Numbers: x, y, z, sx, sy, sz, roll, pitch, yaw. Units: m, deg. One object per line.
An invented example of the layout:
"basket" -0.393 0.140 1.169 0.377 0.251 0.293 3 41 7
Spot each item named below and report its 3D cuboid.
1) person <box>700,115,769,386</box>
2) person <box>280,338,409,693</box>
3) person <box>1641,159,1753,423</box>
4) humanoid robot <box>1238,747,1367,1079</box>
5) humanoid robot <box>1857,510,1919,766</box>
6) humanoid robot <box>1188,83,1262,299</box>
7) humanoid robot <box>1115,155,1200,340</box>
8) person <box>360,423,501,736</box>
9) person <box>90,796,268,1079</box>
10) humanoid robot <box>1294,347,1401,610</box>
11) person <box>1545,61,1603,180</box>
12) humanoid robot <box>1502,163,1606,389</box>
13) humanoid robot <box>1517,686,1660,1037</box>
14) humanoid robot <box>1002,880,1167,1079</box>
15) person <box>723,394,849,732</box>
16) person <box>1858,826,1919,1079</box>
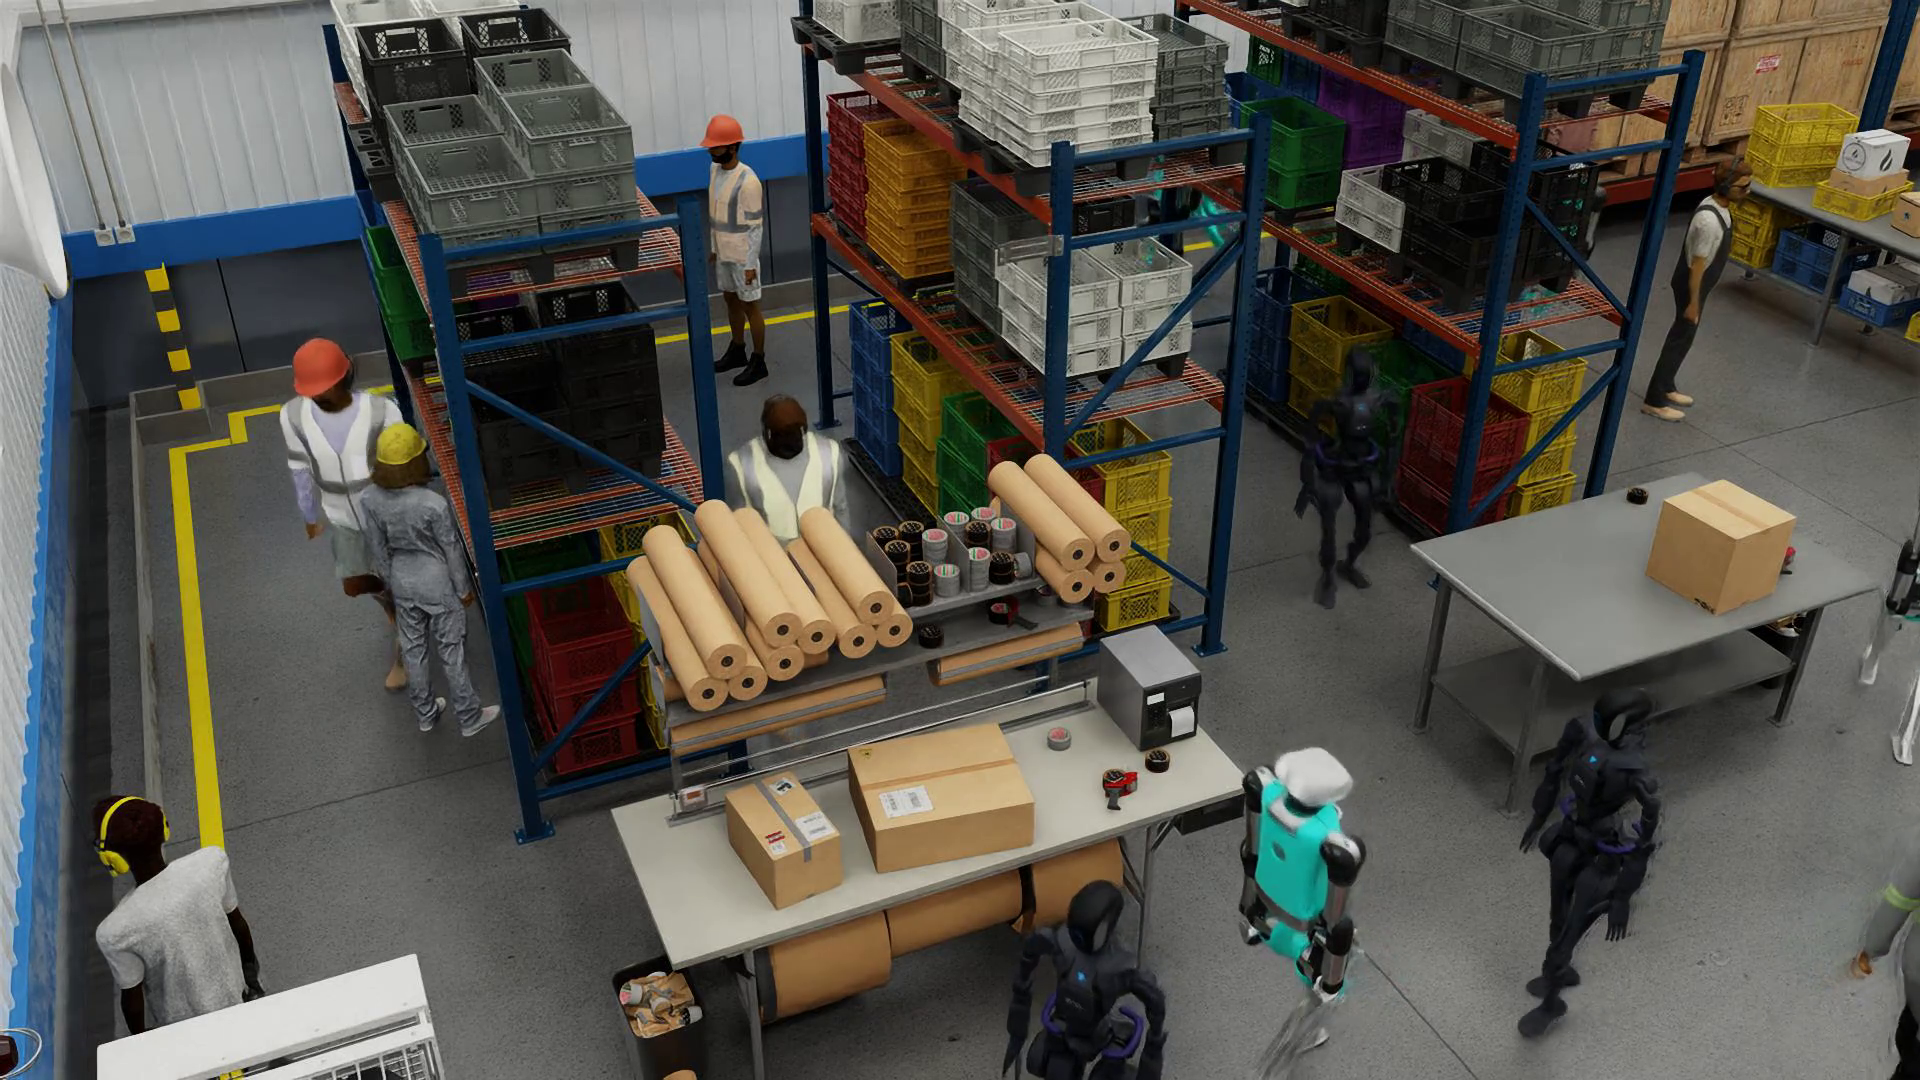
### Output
"person" -1.591 -2.028 11.674 0.351 1.938 0.543 -24 39 -34
"person" -3.081 -0.183 8.603 0.655 2.016 0.658 -1 32 -1
"person" 4.965 -1.679 11.209 0.334 1.837 0.506 16 35 24
"humanoid robot" 1.413 1.434 6.241 0.806 1.778 0.559 -18 36 -27
"humanoid robot" 4.868 0.181 8.302 0.541 1.786 0.928 10 33 16
"humanoid robot" 2.070 -2.620 12.878 0.882 1.826 0.541 17 36 26
"humanoid robot" 1.301 -2.165 12.122 1.059 1.740 0.585 -11 33 -17
"person" -2.637 0.209 8.224 0.485 1.744 0.294 7 32 12
"person" -2.665 1.631 5.813 0.338 1.858 0.515 18 36 26
"humanoid robot" 2.162 -0.380 9.280 0.606 1.640 0.529 1 32 2
"person" 5.011 -3.149 13.666 0.524 1.761 0.335 -16 35 -24
"humanoid robot" 4.013 -1.813 11.574 0.539 1.855 0.648 -2 32 -3
"humanoid robot" 2.459 1.249 6.596 0.462 1.646 0.608 -13 34 -20
"humanoid robot" 0.411 1.808 5.723 0.610 1.627 0.732 16 35 24
"person" -0.844 0.108 8.297 0.630 1.843 0.429 -11 33 -17
"person" 3.639 1.548 5.983 0.937 1.813 0.609 -16 35 -24
